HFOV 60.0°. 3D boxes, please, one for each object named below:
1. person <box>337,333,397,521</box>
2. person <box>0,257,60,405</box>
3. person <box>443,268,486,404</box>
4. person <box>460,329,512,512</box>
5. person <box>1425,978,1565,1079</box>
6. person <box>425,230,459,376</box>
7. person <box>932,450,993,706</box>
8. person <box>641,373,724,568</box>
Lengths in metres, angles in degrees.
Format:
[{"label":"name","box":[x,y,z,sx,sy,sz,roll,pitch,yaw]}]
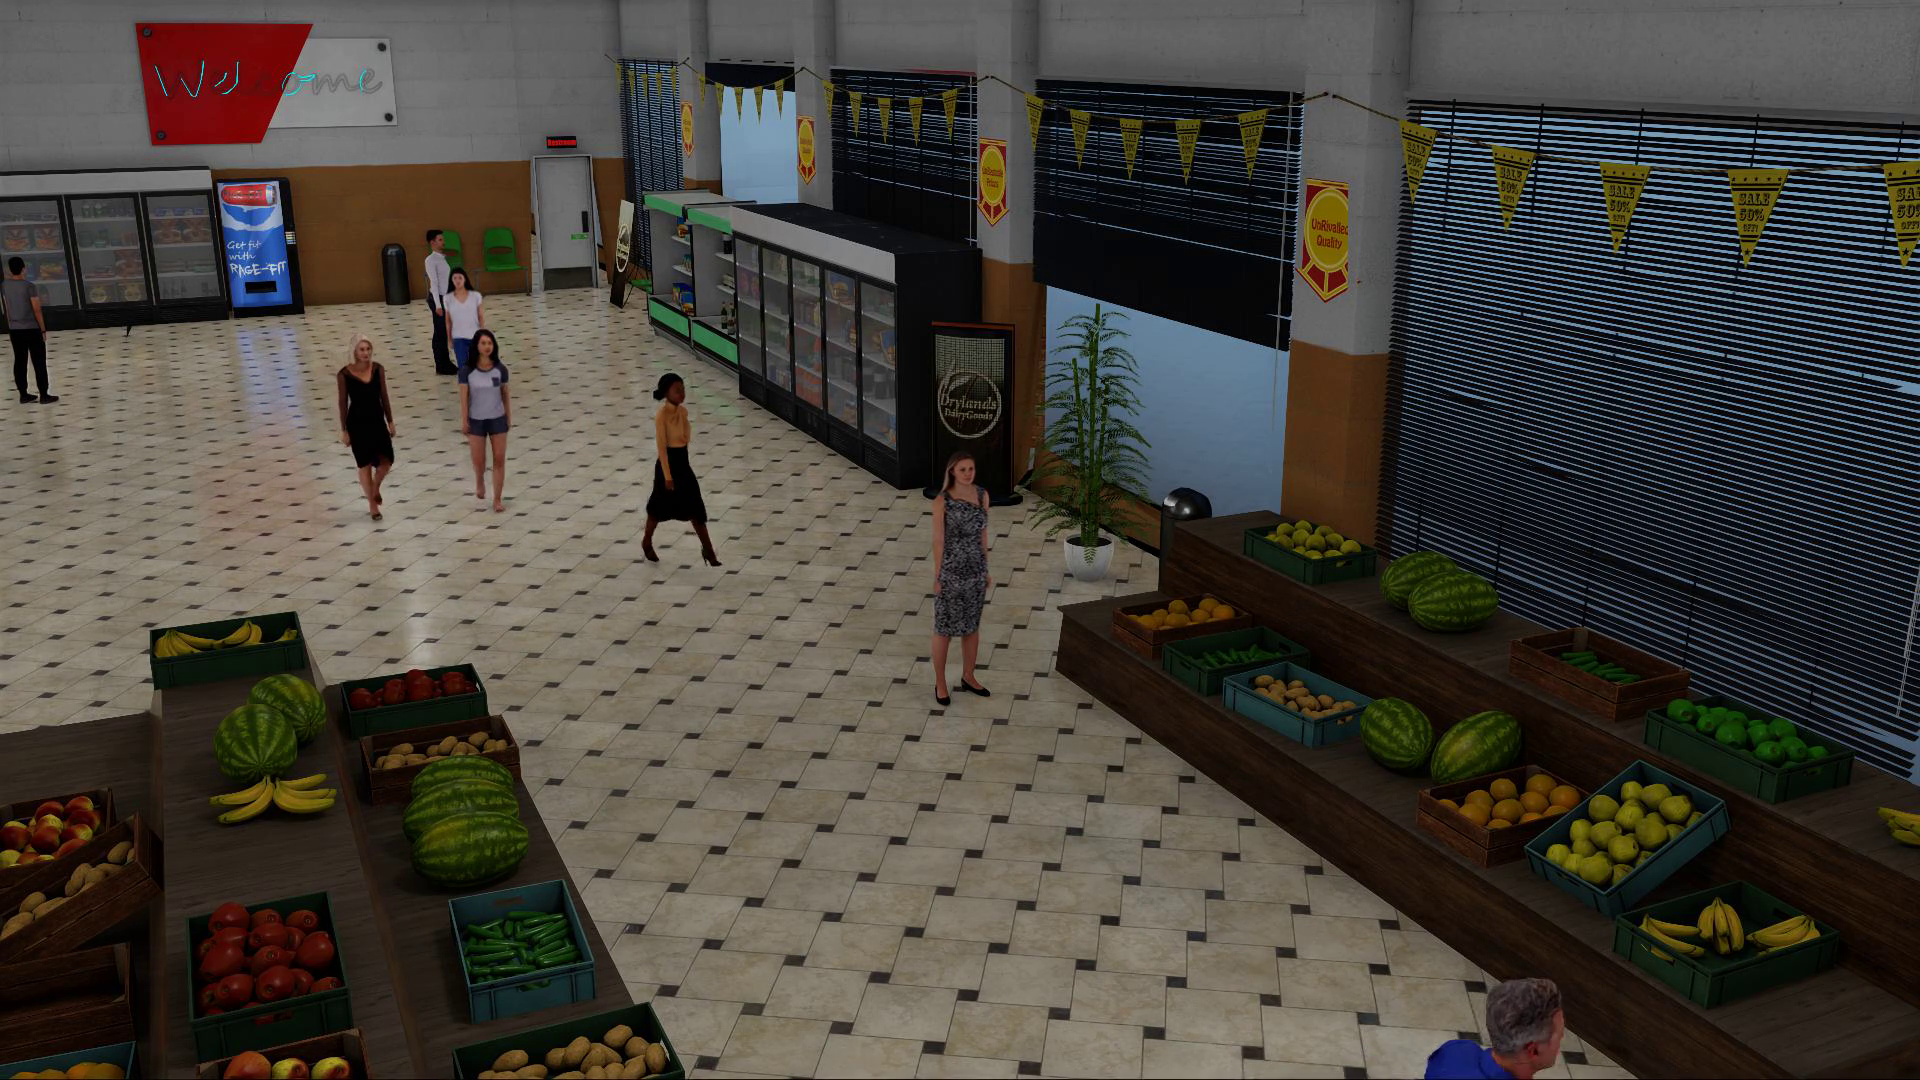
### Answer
[{"label":"person","box":[-5.404,-1.033,15.097,0.711,1.726,0.774,-12,21,-35]},{"label":"person","box":[-11.210,-2.517,19.942,0.689,1.752,0.702,1,17,4]},{"label":"person","box":[-5.775,-2.337,19.514,0.668,1.656,1.073,-6,18,-18]},{"label":"person","box":[-4.408,-1.124,15.450,0.609,1.696,0.659,-8,19,-25]},{"label":"person","box":[1.375,2.082,4.720,1.005,1.796,1.104,-2,17,-6]},{"label":"person","box":[-6.794,-3.119,21.723,0.777,1.868,0.680,1,17,4]},{"label":"person","box":[0.006,0.228,10.984,0.565,1.703,0.491,-9,19,-26]},{"label":"person","box":[-2.417,-0.537,13.668,1.100,1.608,0.969,9,19,28]}]
